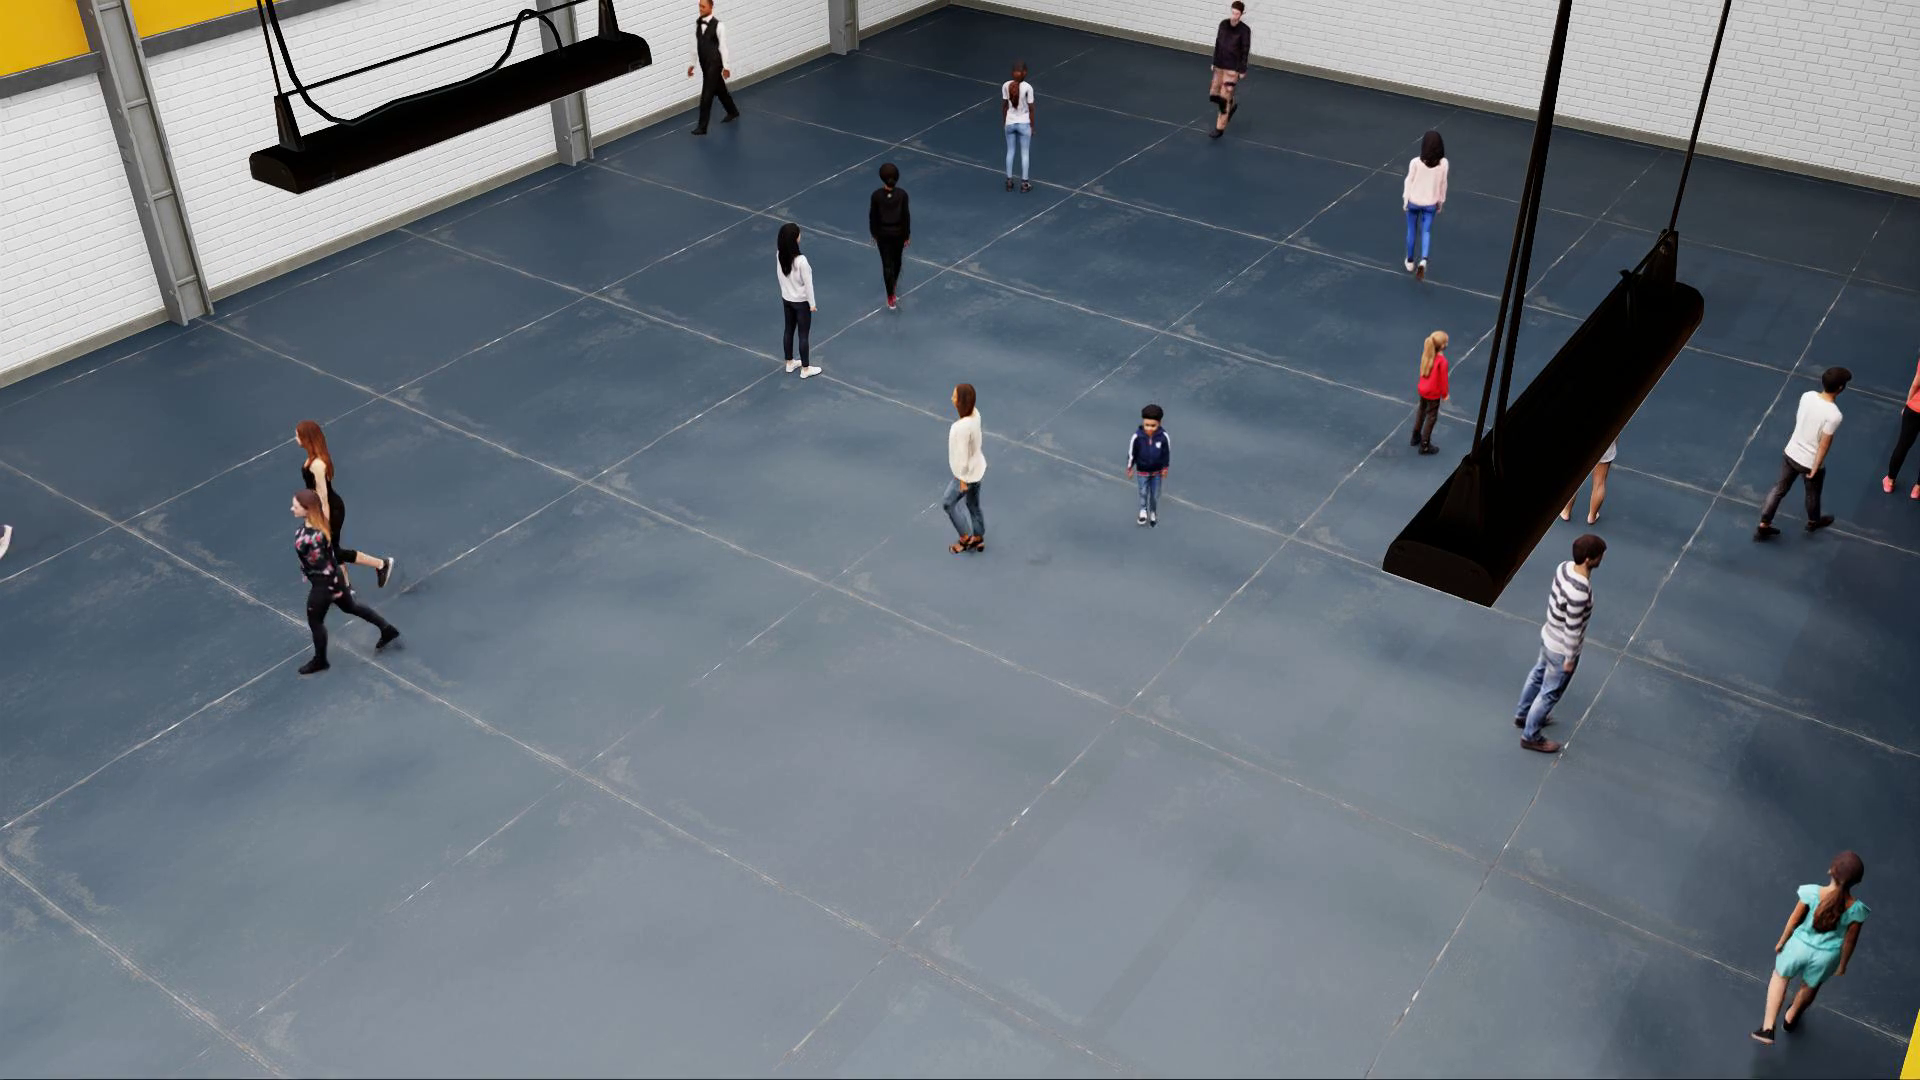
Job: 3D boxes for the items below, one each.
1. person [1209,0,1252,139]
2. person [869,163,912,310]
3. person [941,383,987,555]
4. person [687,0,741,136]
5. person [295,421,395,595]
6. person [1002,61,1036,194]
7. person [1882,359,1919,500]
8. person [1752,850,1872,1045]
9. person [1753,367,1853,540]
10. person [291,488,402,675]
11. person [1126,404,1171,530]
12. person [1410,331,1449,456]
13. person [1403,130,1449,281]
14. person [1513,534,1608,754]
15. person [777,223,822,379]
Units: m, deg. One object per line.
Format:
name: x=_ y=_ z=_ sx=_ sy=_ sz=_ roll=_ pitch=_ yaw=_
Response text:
person: x=3.816 y=-6.632 z=23.373 sx=0.757 sy=1.902 sz=0.966 roll=28 pitch=43 yaw=35
person: x=-0.783 y=-3.395 z=18.748 sx=1.029 sy=1.630 sz=1.138 roll=-3 pitch=34 yaw=-4
person: x=0.155 y=-0.597 z=14.504 sx=0.794 sy=1.669 sz=0.671 roll=6 pitch=34 yaw=9
person: x=-3.460 y=-6.742 z=23.570 sx=0.775 sy=1.867 sz=1.306 roll=25 pitch=41 yaw=33
person: x=-5.195 y=-0.236 z=13.921 sx=0.975 sy=1.712 sz=0.842 roll=-13 pitch=36 yaw=-19
person: x=0.757 y=-5.393 z=21.673 sx=0.634 sy=1.719 sz=0.603 roll=12 pitch=35 yaw=17
person: x=8.949 y=-1.179 z=15.355 sx=0.580 sy=1.695 sz=0.514 roll=21 pitch=39 yaw=29
person: x=5.110 y=2.486 z=9.975 sx=0.550 sy=1.547 sz=0.830 roll=20 pitch=38 yaw=27
person: x=7.406 y=-0.735 z=14.694 sx=1.109 sy=1.688 sz=0.966 roll=-12 pitch=36 yaw=-18
person: x=-4.936 y=0.287 z=13.185 sx=1.098 sy=1.656 sz=0.979 roll=-9 pitch=35 yaw=-13
person: x=1.724 y=-0.703 z=15.075 sx=0.613 sy=1.213 sz=0.631 roll=5 pitch=34 yaw=8
person: x=4.563 y=-1.431 z=16.108 sx=0.654 sy=1.281 sz=0.601 roll=-11 pitch=35 yaw=-17
person: x=5.391 y=-3.871 z=19.354 sx=0.933 sy=1.752 sz=1.121 roll=4 pitch=34 yaw=7
person: x=4.441 y=0.746 z=12.323 sx=0.782 sy=1.846 sz=0.658 roll=3 pitch=34 yaw=4
person: x=-1.716 y=-2.513 z=17.357 sx=0.630 sy=1.701 sz=0.579 roll=25 pitch=41 yaw=33
